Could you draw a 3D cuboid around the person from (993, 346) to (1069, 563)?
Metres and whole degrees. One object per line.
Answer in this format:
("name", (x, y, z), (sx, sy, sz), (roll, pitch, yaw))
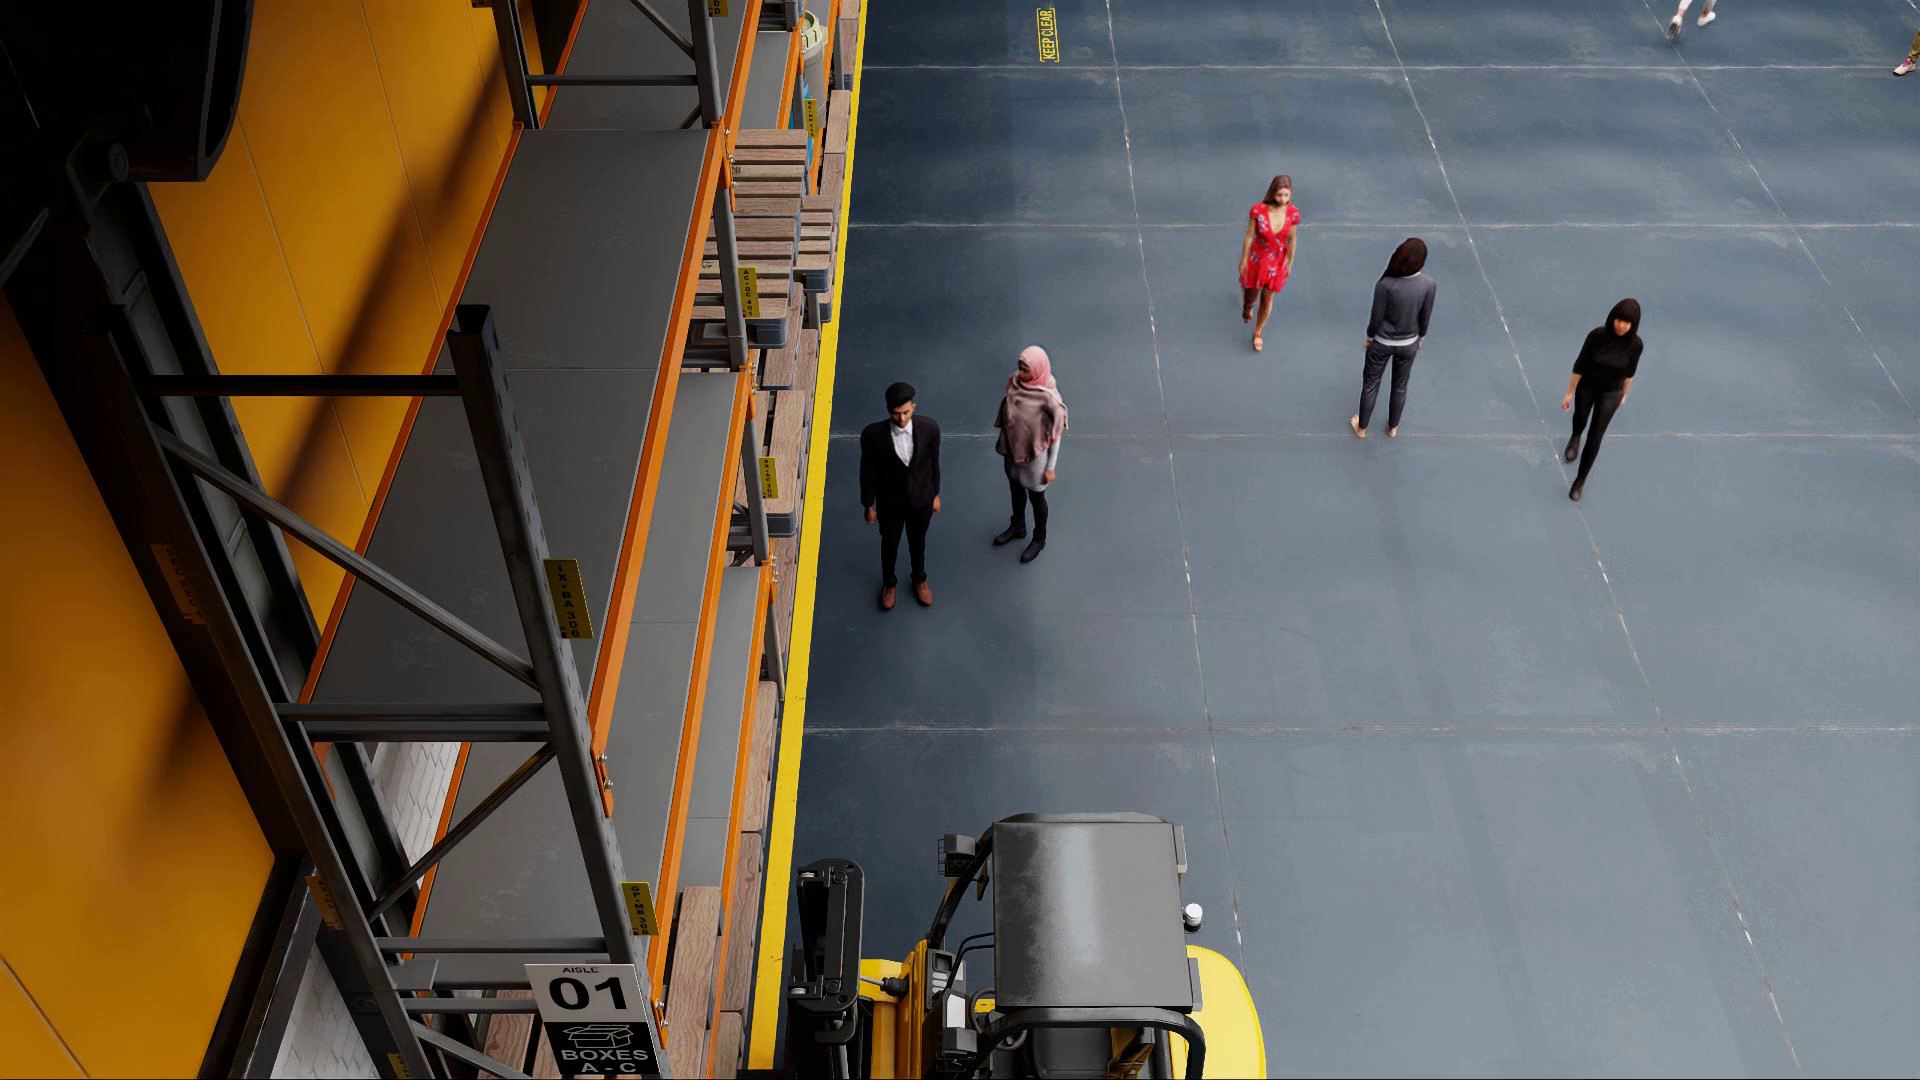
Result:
("person", (0.478, -0.603, 11.567), (0.733, 1.803, 0.791), (34, 53, 30))

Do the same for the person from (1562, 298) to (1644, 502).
("person", (4.726, -1.154, 12.290), (0.865, 1.605, 1.112), (19, 47, 19))

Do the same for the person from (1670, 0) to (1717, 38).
("person", (7.863, -6.083, 17.406), (1.129, 1.684, 1.082), (-33, 53, -30))

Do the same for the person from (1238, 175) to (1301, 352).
("person", (2.486, -2.307, 13.515), (0.597, 1.584, 0.745), (3, 44, 3))

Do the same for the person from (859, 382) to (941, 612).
("person", (-0.379, -0.309, 11.201), (0.746, 1.883, 0.627), (-9, 44, -9))

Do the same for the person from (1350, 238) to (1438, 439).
("person", (3.280, -1.508, 12.543), (0.600, 1.768, 0.506), (0, 44, 0))
